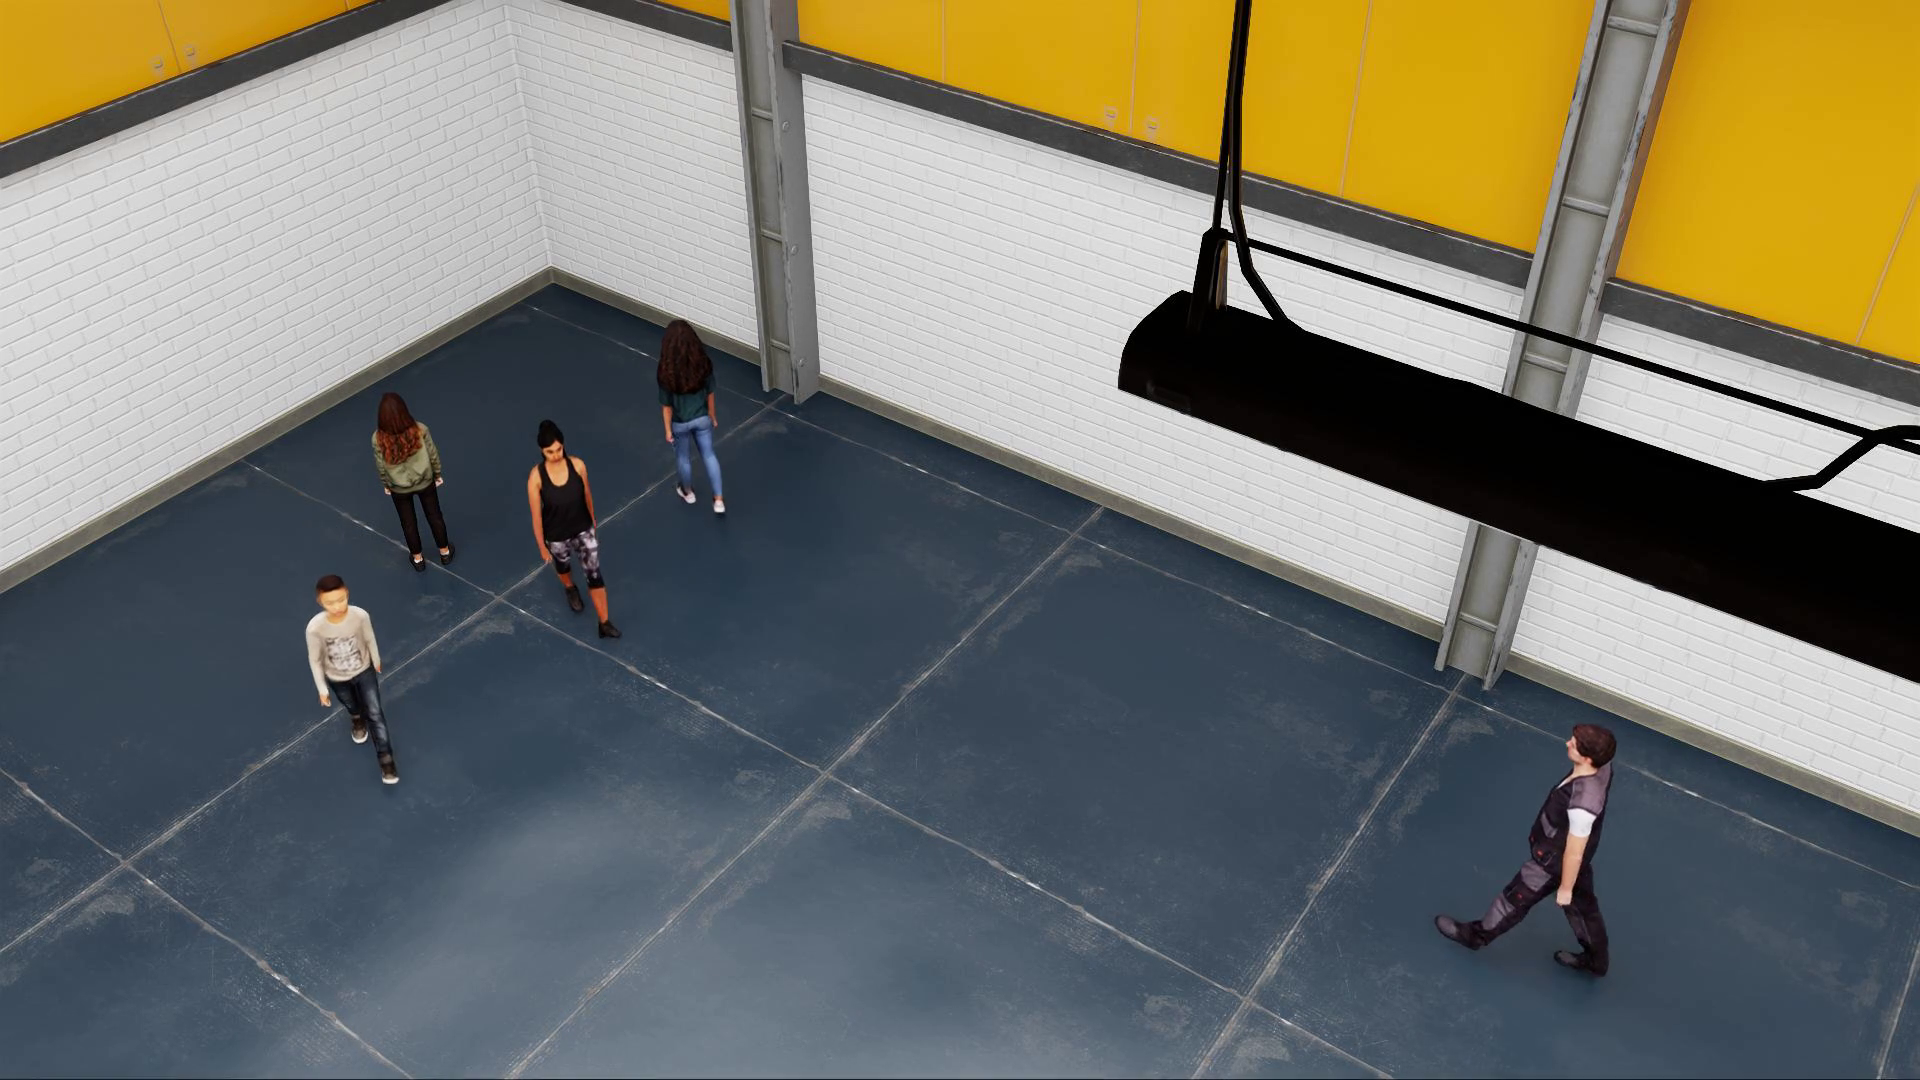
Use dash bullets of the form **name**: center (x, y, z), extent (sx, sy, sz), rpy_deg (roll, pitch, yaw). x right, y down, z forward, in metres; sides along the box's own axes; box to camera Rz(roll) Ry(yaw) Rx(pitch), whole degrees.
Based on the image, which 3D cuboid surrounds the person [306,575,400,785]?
- **person**: center (-3.818, 0.778, 10.361), extent (0.890, 1.421, 1.083), rpy_deg (-15, 41, -18)

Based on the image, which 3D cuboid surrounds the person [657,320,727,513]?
- **person**: center (-1.978, -0.882, 12.287), extent (0.810, 1.612, 0.933), rpy_deg (-17, 42, -20)

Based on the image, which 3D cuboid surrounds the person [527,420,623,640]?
- **person**: center (-2.707, -0.125, 11.321), extent (0.896, 1.635, 1.134), rpy_deg (-21, 43, -24)

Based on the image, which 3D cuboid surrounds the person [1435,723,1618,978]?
- **person**: center (3.313, 1.717, 8.880), extent (1.216, 1.802, 0.795), rpy_deg (18, 42, 21)

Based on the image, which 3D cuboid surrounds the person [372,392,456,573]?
- **person**: center (-3.894, -0.417, 11.814), extent (0.657, 1.476, 0.678), rpy_deg (-14, 41, -17)
